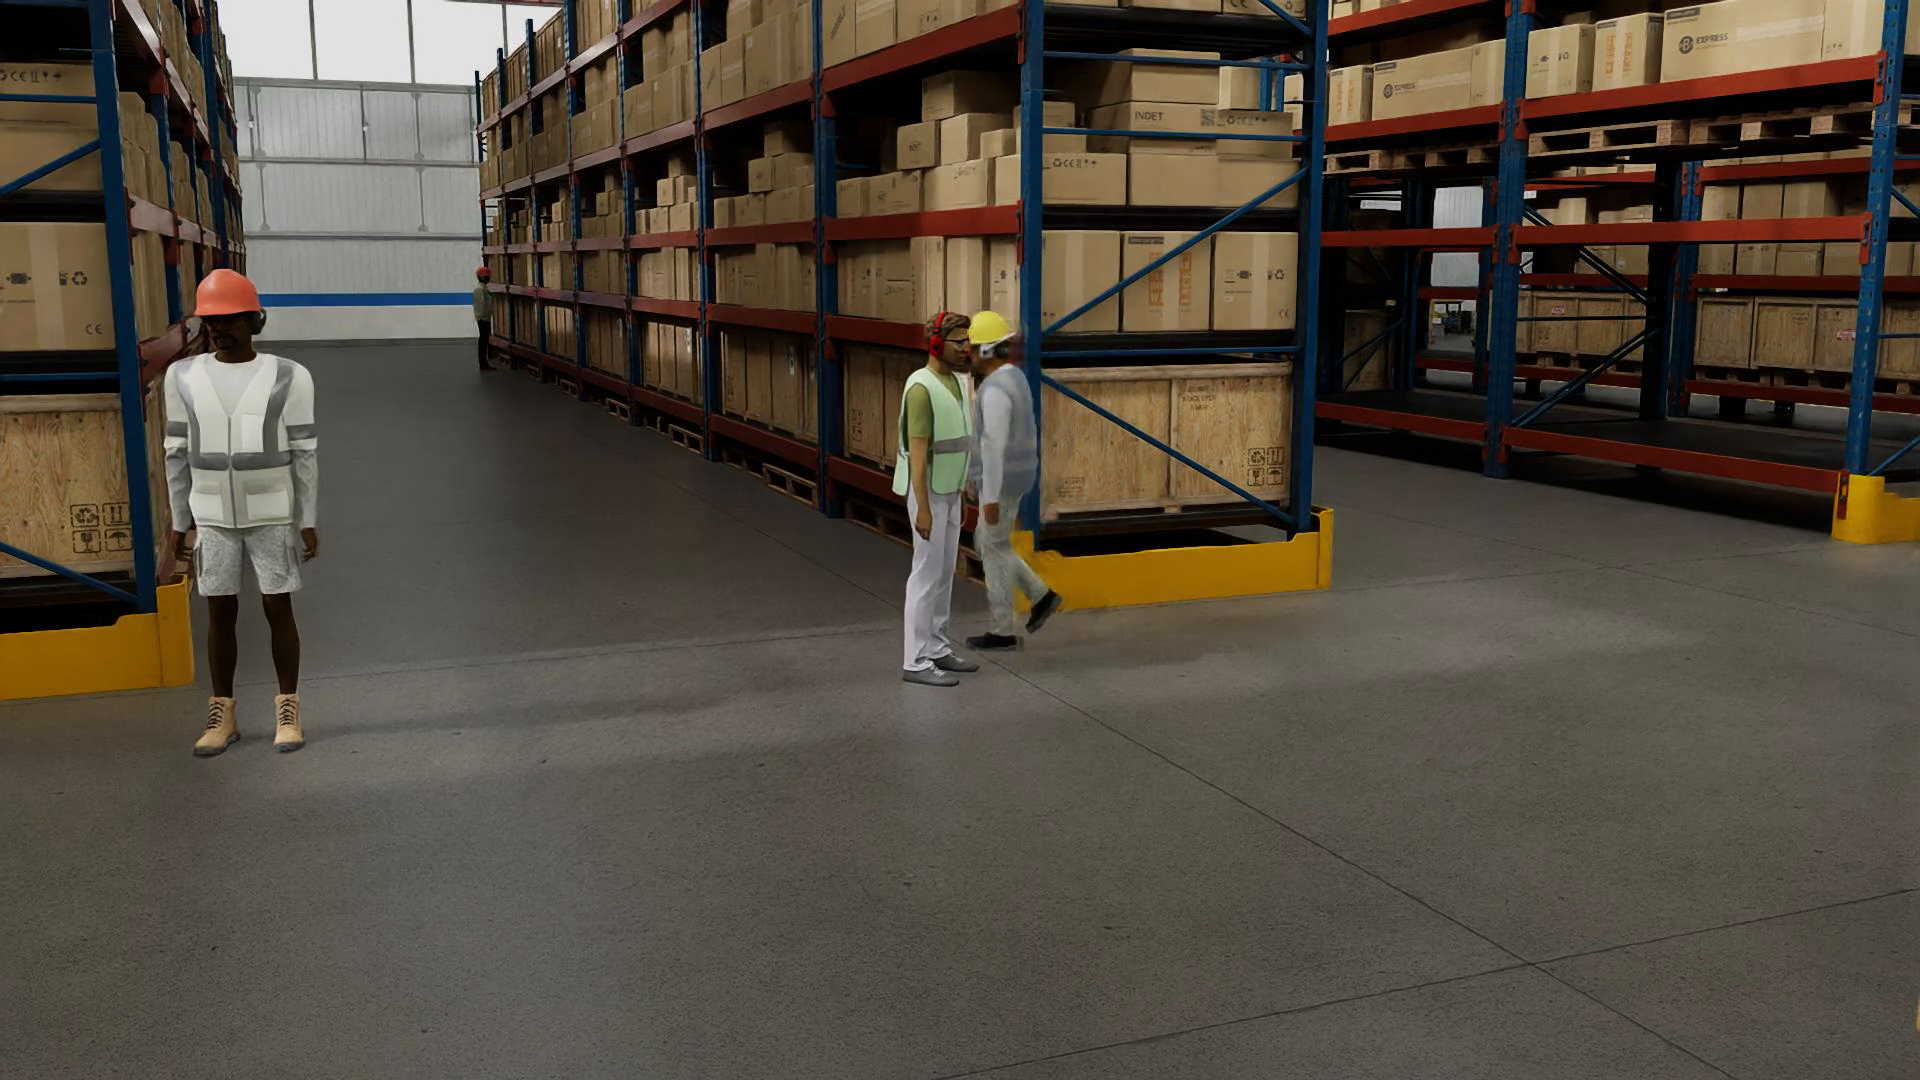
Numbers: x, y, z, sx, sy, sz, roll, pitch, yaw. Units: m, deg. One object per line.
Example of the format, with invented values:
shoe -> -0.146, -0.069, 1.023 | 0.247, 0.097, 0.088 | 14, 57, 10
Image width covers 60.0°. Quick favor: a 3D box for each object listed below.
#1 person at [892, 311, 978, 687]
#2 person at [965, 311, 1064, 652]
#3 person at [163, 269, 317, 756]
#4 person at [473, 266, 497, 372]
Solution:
person -> -0.129, -0.206, 8.226 | 0.384, 1.836, 0.564 | 3, 10, 19
person -> 0.234, -0.304, 8.859 | 0.510, 1.815, 0.631 | 2, 10, 12
person -> -3.015, -0.106, 6.999 | 0.605, 2.045, 0.380 | -2, 10, -10
person -> -9.056, -4.201, 31.669 | 0.375, 1.997, 0.612 | -3, 10, -17
